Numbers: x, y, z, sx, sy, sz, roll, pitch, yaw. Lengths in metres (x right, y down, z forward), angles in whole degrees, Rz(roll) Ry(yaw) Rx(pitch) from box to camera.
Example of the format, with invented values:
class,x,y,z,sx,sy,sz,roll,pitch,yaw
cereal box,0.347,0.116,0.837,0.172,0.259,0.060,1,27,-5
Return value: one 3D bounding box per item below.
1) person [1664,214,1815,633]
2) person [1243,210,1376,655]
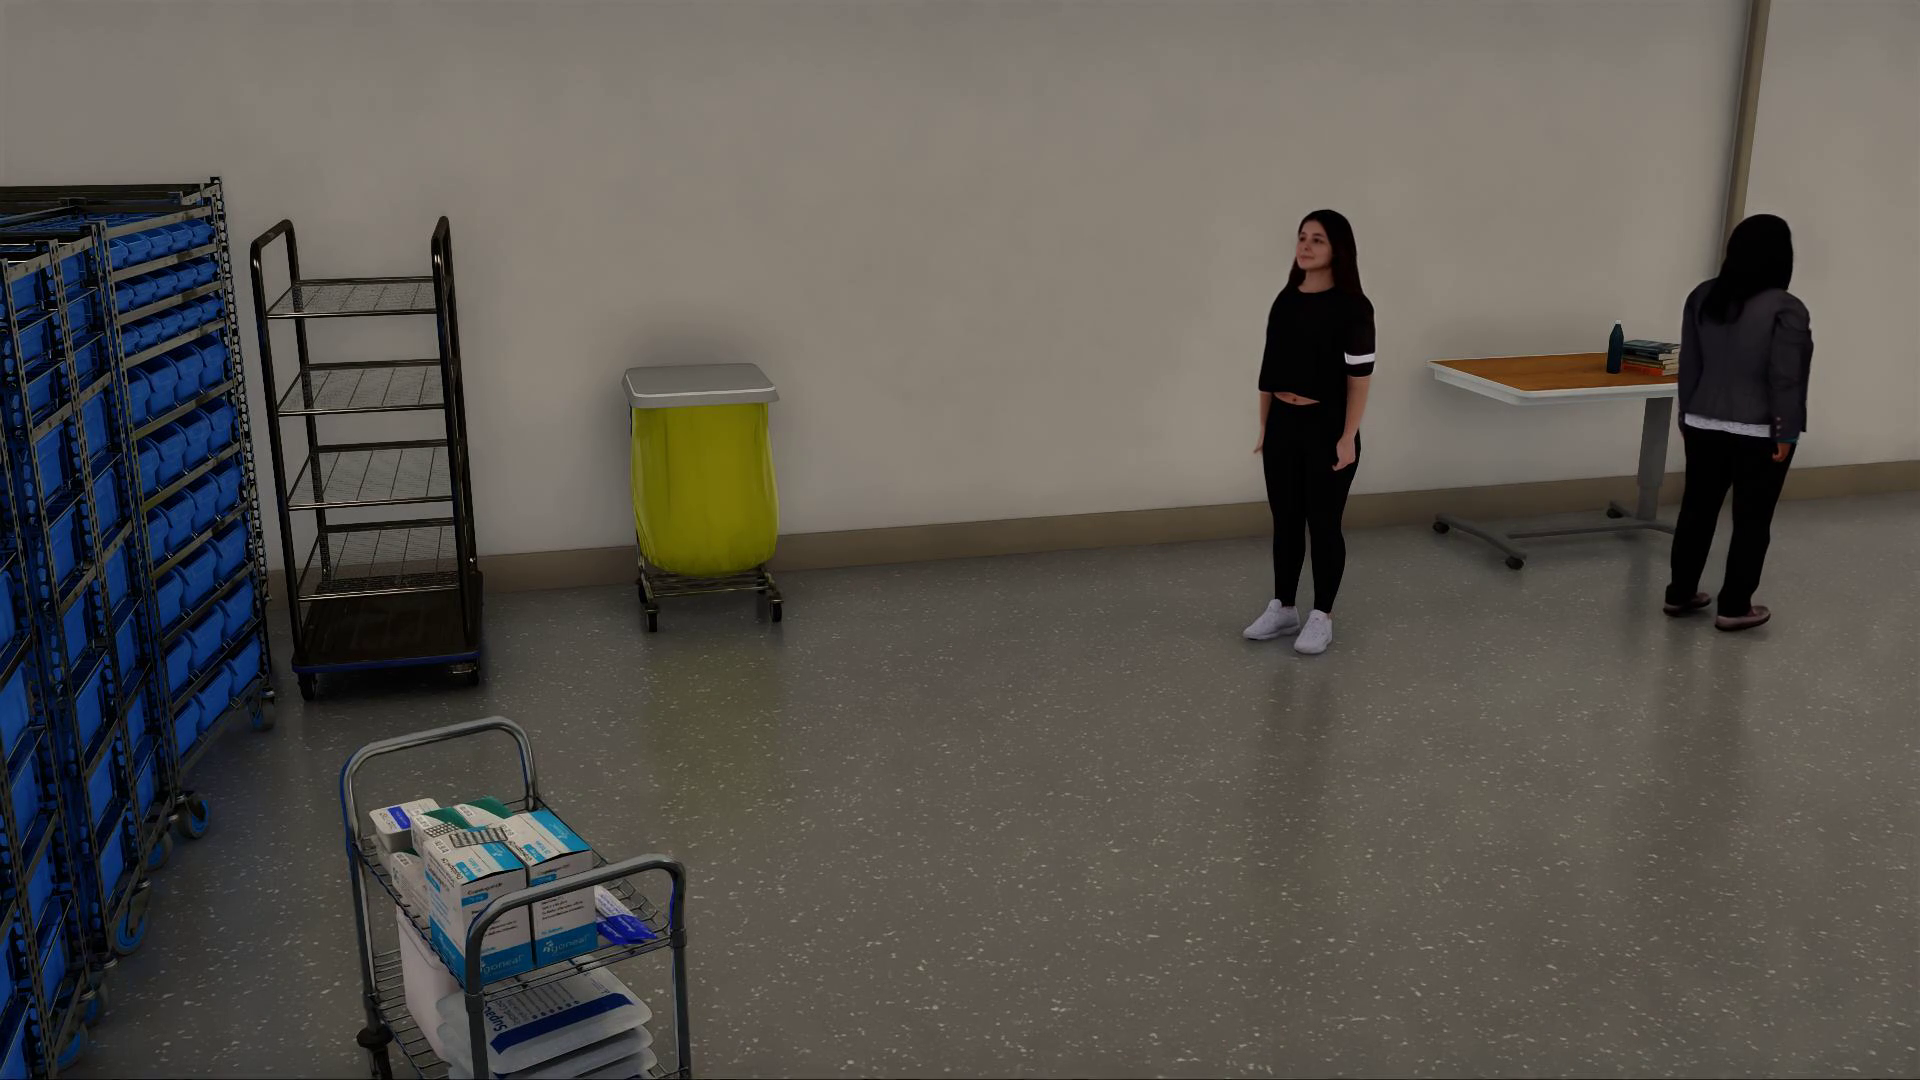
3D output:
class,x,y,z,sx,sy,sz,roll,pitch,yaw
person,2.996,-0.445,6.414,0.741,1.593,0.741,-9,18,-30
person,1.305,-0.401,6.177,0.708,1.637,0.737,15,21,42
